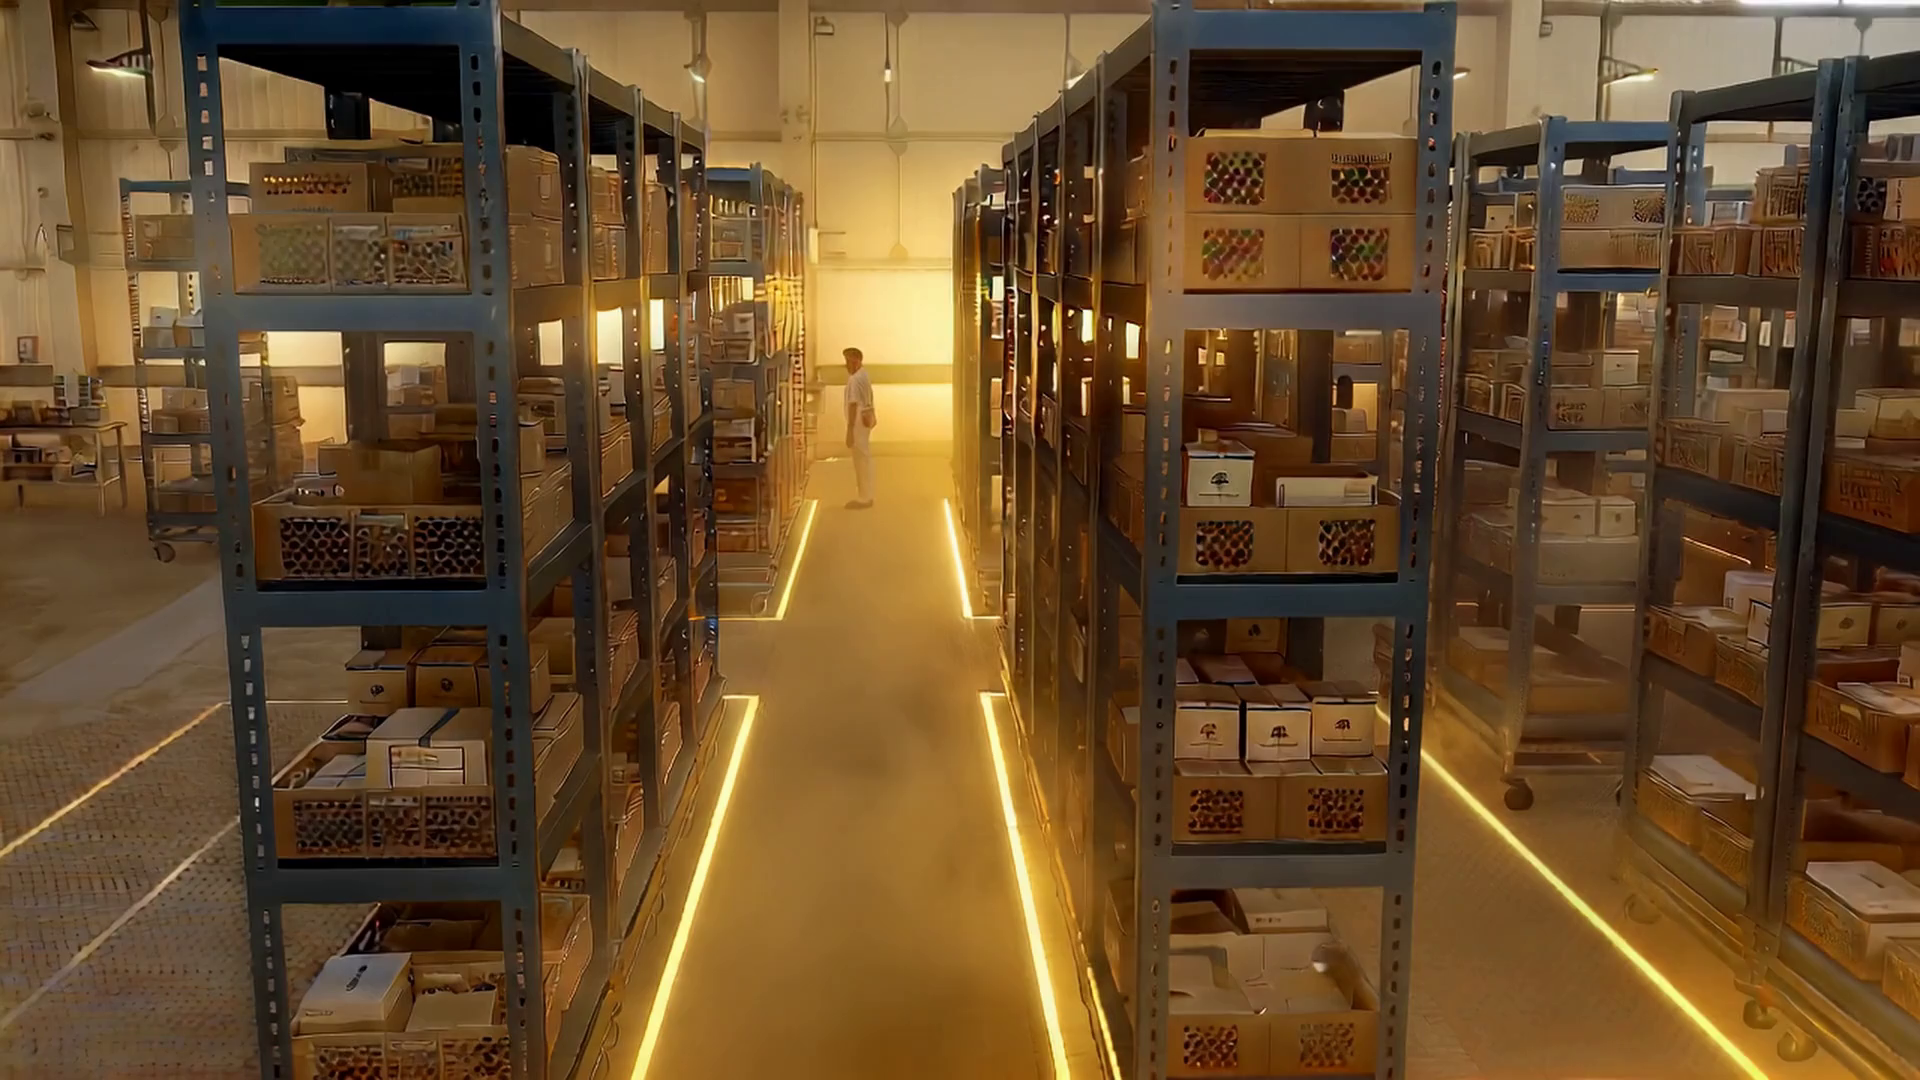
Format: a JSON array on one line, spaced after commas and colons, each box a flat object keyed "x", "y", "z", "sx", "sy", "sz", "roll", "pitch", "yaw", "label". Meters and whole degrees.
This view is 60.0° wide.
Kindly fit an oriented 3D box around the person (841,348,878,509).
[{"x": -1.146, "y": -1.272, "z": 19.019, "sx": 0.389, "sy": 1.837, "sz": 0.560, "roll": 2, "pitch": 10, "yaw": 12, "label": "person"}]
